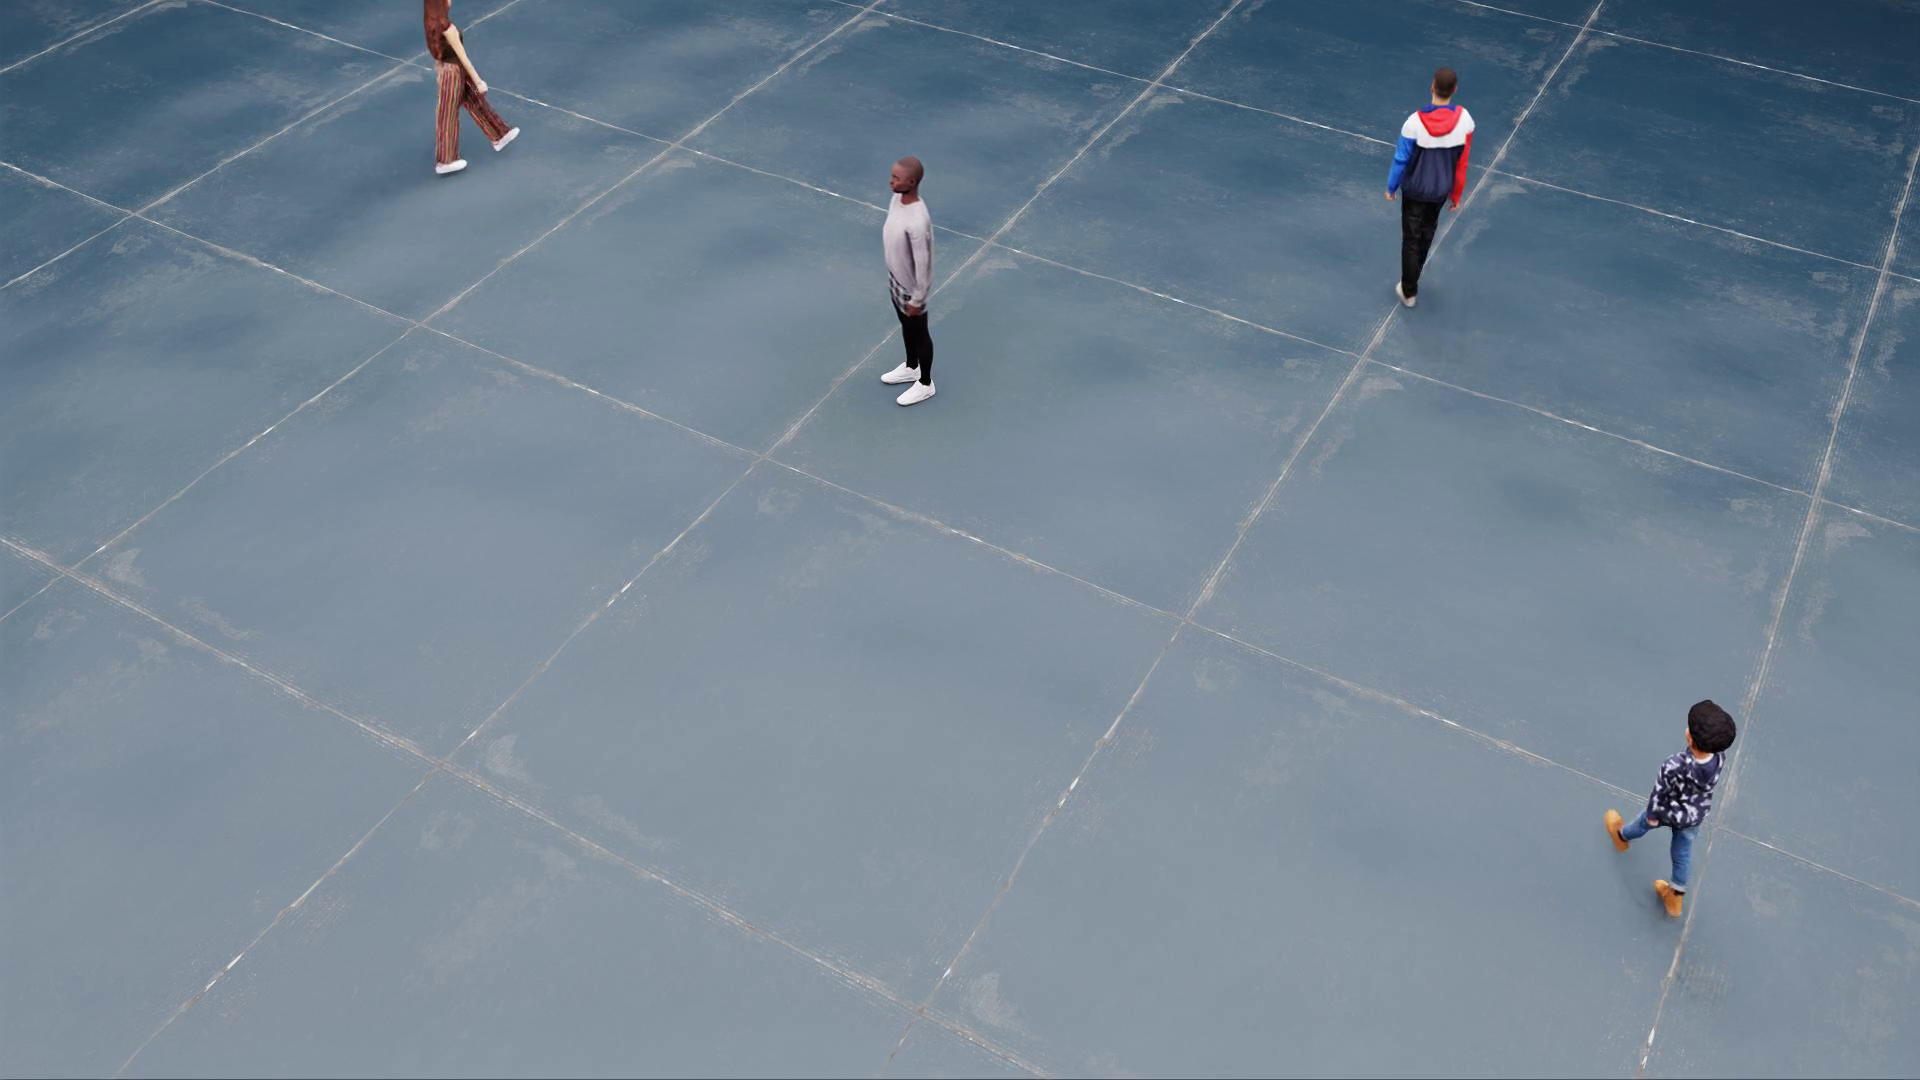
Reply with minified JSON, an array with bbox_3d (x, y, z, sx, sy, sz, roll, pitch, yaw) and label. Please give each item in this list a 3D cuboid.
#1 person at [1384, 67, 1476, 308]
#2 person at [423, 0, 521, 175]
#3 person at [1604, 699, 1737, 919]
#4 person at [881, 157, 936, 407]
[{"bbox_3d":[3.272,-2.408,11.584,0.884,1.740,0.967,-2,42,-3],"label":"person"},{"bbox_3d":[-4.053,-3.591,13.046,1.070,1.527,0.846,-23,47,-23],"label":"person"},{"bbox_3d":[3.451,1.288,7.900,0.802,1.221,0.915,-5,43,-6],"label":"person"},{"bbox_3d":[-0.313,-1.682,10.761,0.728,1.771,0.692,-15,44,-16],"label":"person"}]
